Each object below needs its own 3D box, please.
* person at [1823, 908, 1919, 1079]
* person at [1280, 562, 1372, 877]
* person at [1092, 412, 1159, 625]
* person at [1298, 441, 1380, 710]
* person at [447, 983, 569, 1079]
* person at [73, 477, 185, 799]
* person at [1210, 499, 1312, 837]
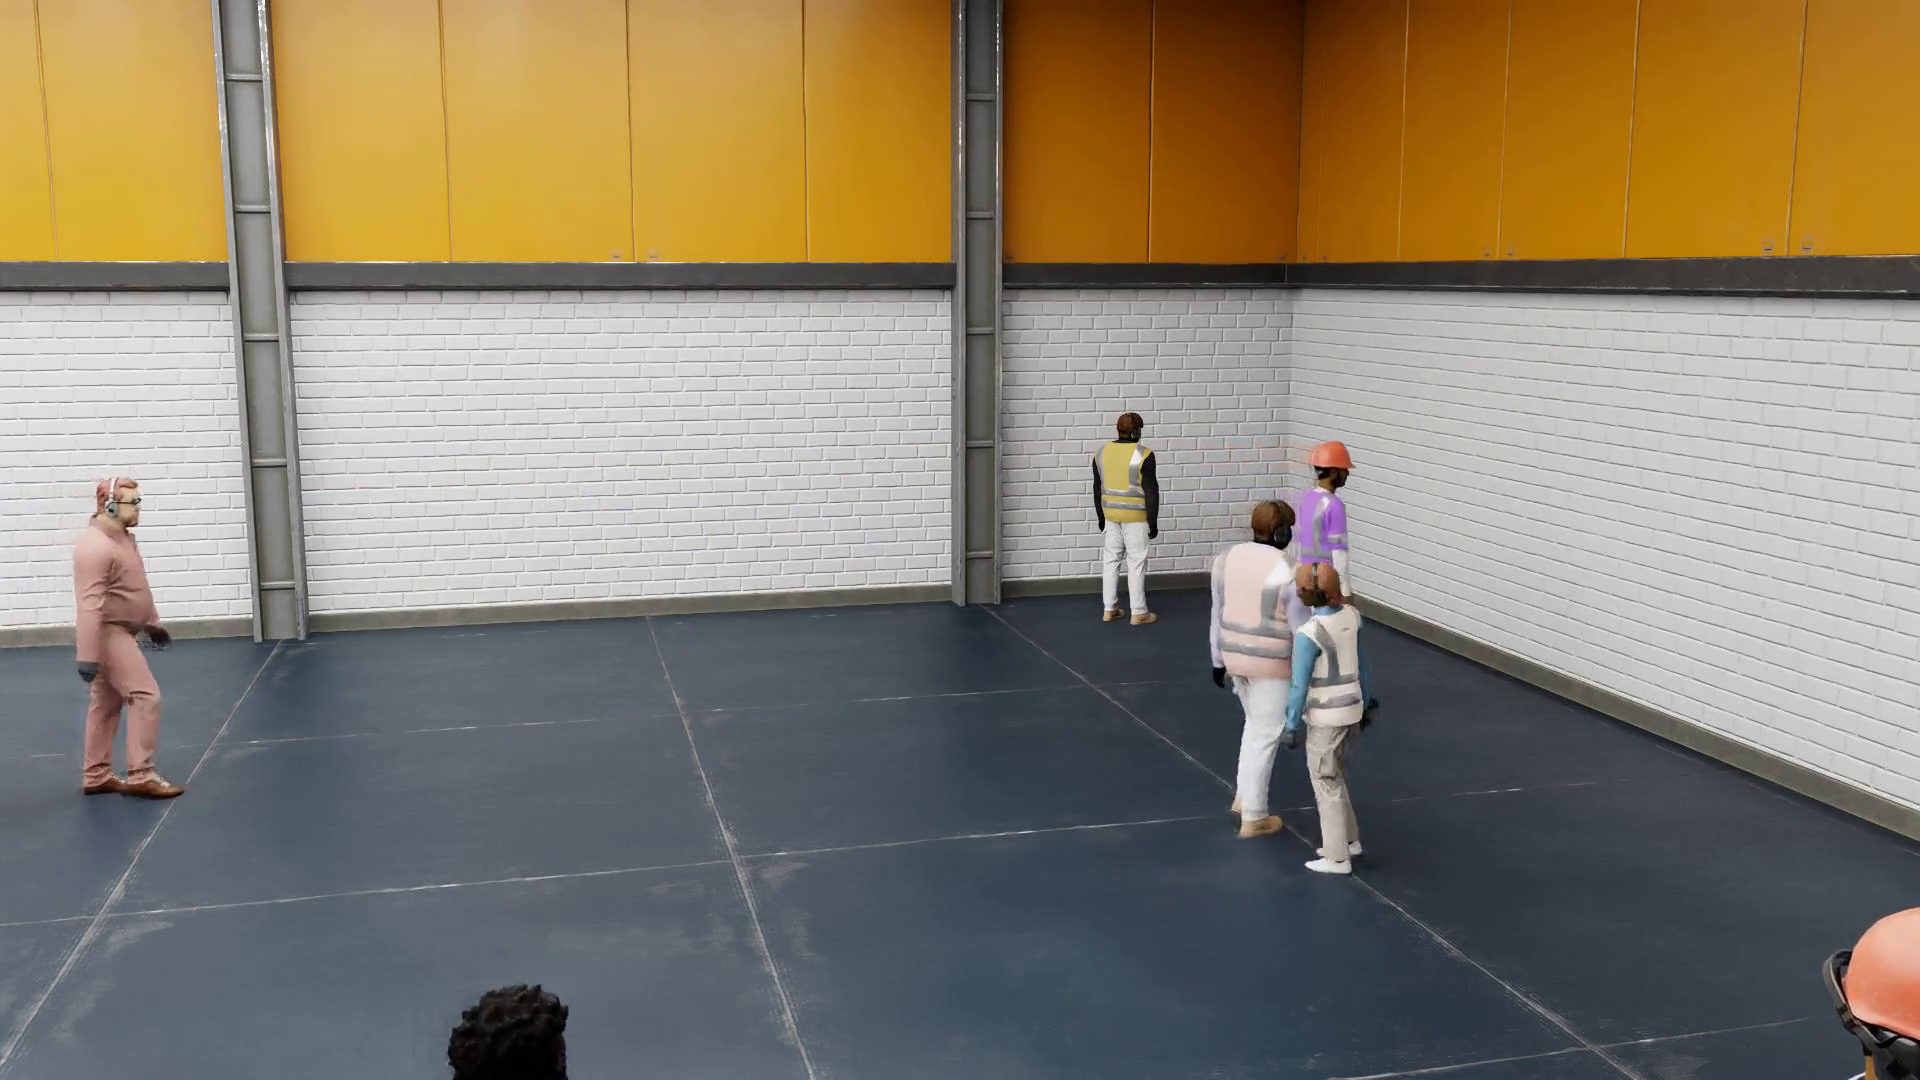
[{"bbox_3d":[1.539,1.583,2.780,0.394,2.037,0.607,9,12,43],"label":"person"},{"bbox_3d":[1.847,0.905,8.351,0.370,1.603,0.567,8,12,39],"label":"person"},{"bbox_3d":[1.462,-0.189,14.443,0.635,1.842,0.429,7,12,38],"label":"person"},{"bbox_3d":[2.438,0.268,11.406,0.938,1.907,0.548,-1,9,-6],"label":"person"},{"bbox_3d":[-0.949,1.688,3.330,0.843,1.639,0.531,-4,10,-21],"label":"person"},{"bbox_3d":[-4.791,0.570,9.593,0.708,1.880,0.679,-3,10,-20],"label":"person"},{"bbox_3d":[1.675,0.688,9.007,0.518,1.825,0.659,-7,11,-37],"label":"person"}]
